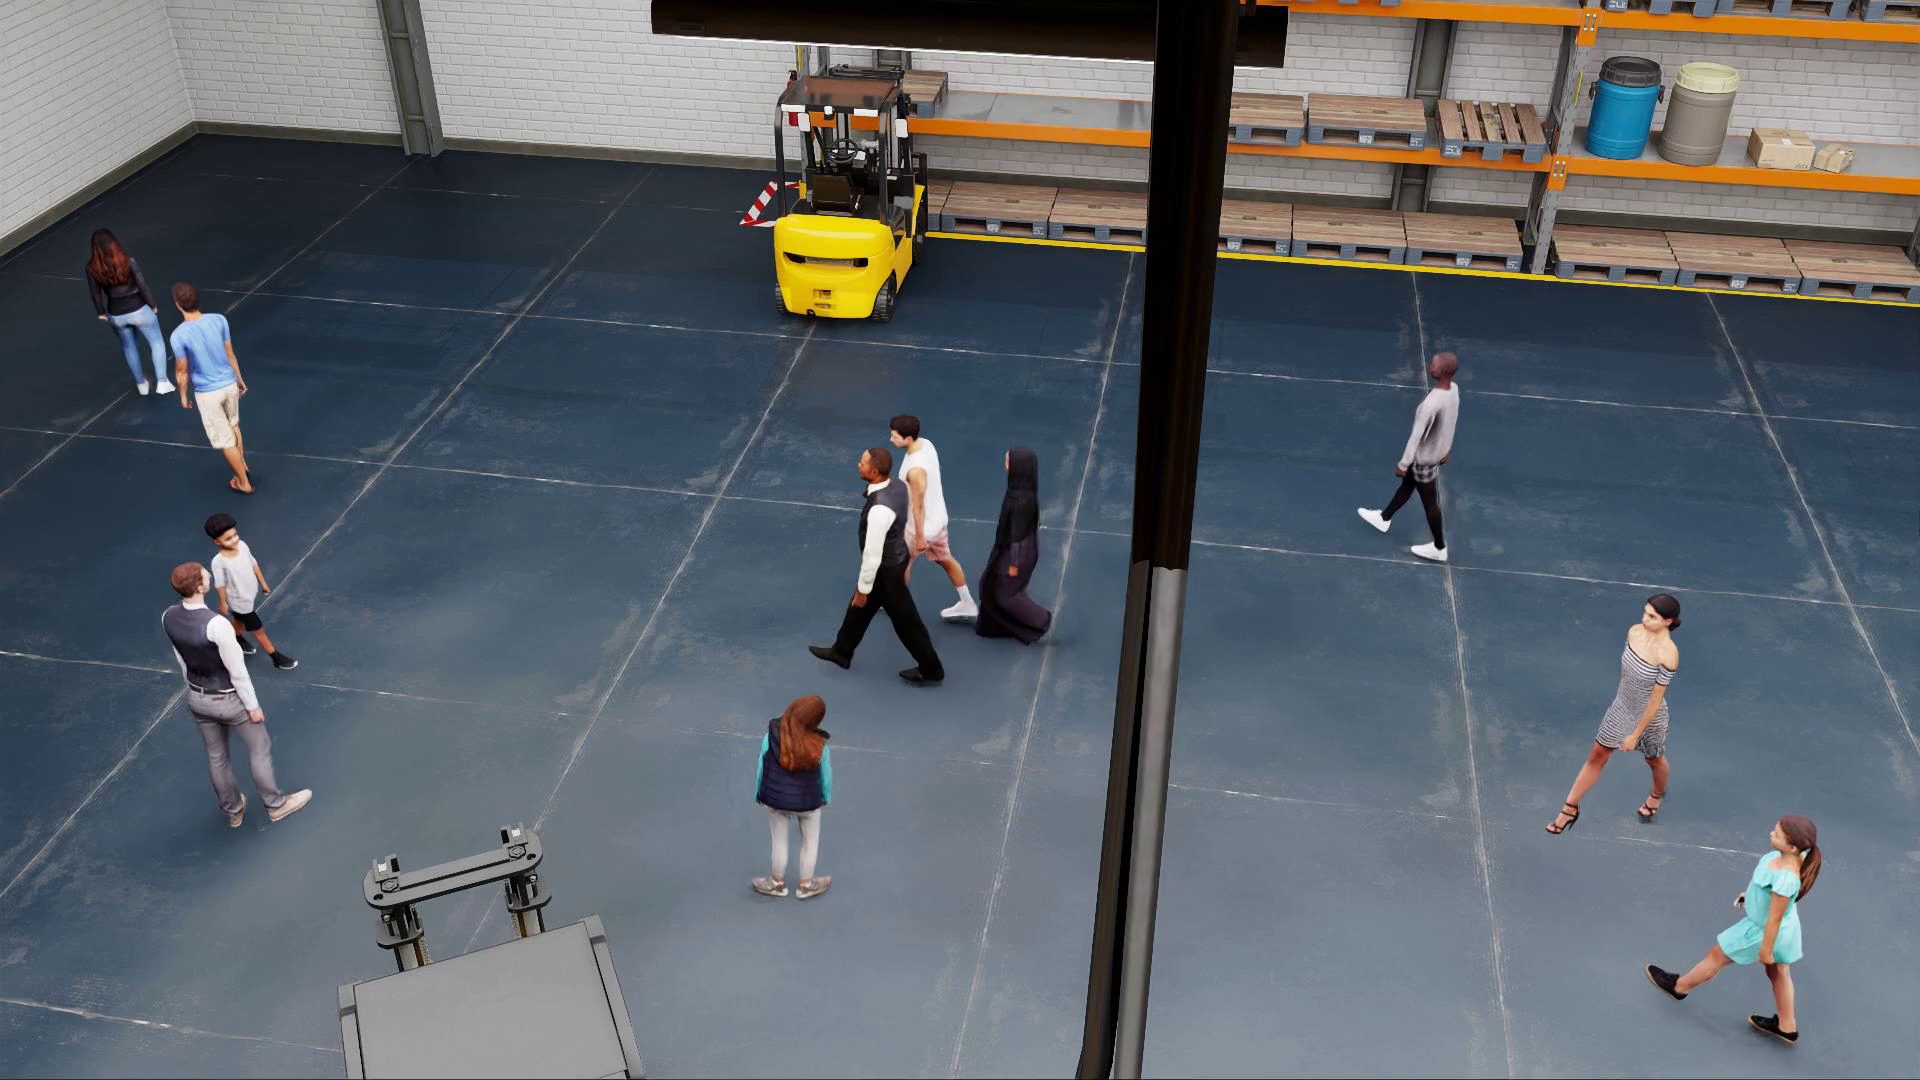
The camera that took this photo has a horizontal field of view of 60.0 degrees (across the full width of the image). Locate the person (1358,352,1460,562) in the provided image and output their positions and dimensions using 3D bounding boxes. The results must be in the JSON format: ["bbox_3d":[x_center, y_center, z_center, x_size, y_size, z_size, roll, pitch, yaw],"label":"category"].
[{"bbox_3d":[3.689,-0.610,12.843,1.148,1.734,0.922,21,39,29],"label":"person"}]

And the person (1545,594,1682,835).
[{"bbox_3d":[4.262,1.102,10.243,1.186,1.762,0.993,-13,36,-19],"label":"person"}]

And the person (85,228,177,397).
[{"bbox_3d":[-7.546,-2.048,15.101,0.716,1.630,0.827,-8,34,-12],"label":"person"}]

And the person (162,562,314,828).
[{"bbox_3d":[-4.587,0.984,10.267,0.688,1.932,0.821,9,35,13],"label":"person"}]

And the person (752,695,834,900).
[{"bbox_3d":[-1.038,1.537,9.851,0.519,1.470,0.743,-2,34,-4],"label":"person"}]

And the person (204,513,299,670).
[{"bbox_3d":[-5.172,0.350,11.855,0.910,1.229,0.612,13,36,19],"label":"person"}]

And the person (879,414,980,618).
[{"bbox_3d":[-0.174,-0.123,12.120,1.135,1.724,0.684,7,34,11],"label":"person"}]

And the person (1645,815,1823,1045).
[{"bbox_3d":[4.420,2.115,8.944,1.122,1.514,0.914,26,41,33],"label":"person"}]

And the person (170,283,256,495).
[{"bbox_3d":[-6.054,-1.210,13.643,0.893,1.849,0.815,22,39,29],"label":"person"}]

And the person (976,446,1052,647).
[{"bbox_3d":[0.456,0.061,11.951,0.803,1.605,0.664,-1,34,-1],"label":"person"}]

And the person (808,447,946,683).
[{"bbox_3d":[-0.422,0.239,11.445,1.222,1.869,0.719,4,34,7],"label":"person"}]
